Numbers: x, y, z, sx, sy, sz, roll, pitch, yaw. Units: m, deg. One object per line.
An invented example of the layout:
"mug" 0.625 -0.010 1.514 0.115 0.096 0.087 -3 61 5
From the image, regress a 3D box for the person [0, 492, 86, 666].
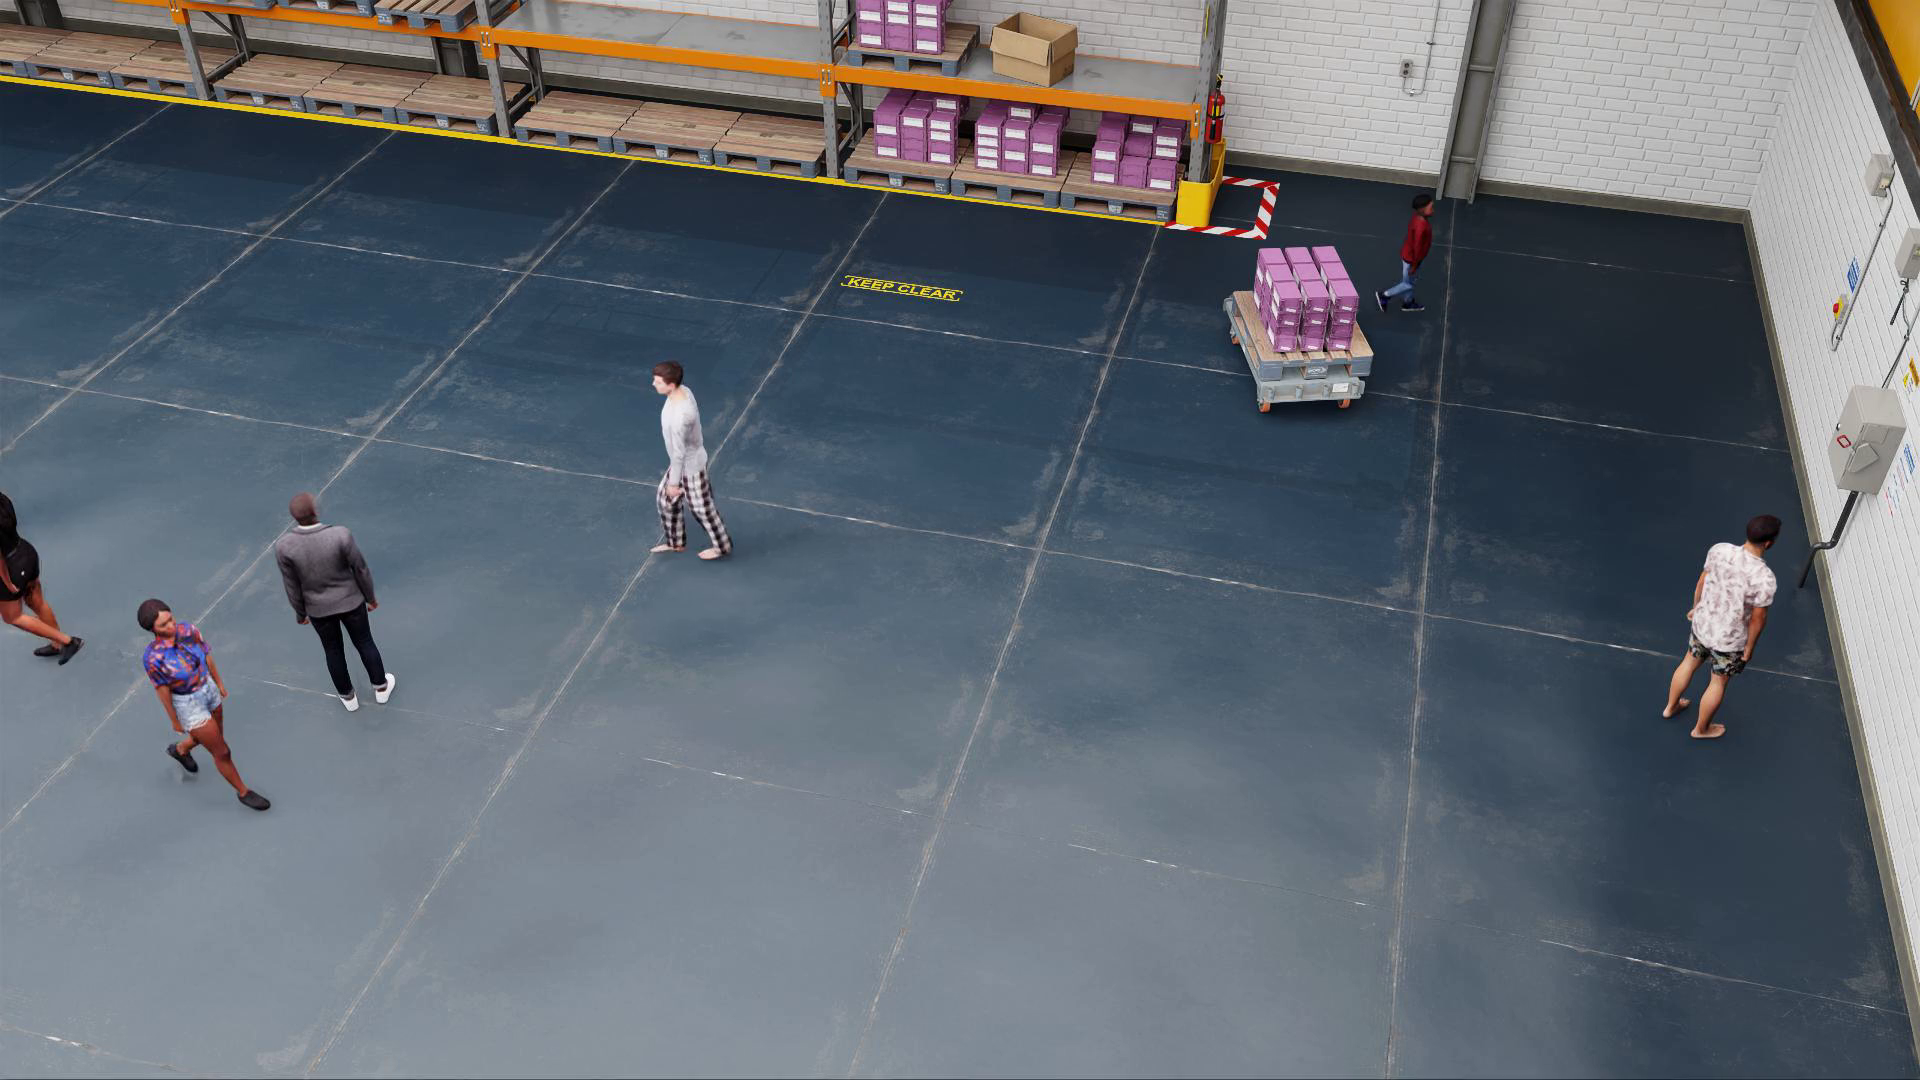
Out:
"person" -6.597 0.210 11.783 0.790 1.727 0.716 -3 39 -3

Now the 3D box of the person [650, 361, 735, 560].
"person" -1.983 -0.592 12.711 1.010 1.825 0.878 -7 39 -9

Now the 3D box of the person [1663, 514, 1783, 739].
"person" 5.168 0.573 11.260 0.797 1.814 0.737 -20 43 -23

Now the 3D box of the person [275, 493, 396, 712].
"person" -4.296 0.441 11.423 0.727 1.816 0.858 -10 40 -12

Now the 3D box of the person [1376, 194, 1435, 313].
"person" 4.246 -2.704 15.822 0.716 1.241 0.527 6 39 7

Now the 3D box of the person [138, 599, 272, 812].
"person" -4.991 1.042 10.751 1.059 1.716 0.652 14 41 17
